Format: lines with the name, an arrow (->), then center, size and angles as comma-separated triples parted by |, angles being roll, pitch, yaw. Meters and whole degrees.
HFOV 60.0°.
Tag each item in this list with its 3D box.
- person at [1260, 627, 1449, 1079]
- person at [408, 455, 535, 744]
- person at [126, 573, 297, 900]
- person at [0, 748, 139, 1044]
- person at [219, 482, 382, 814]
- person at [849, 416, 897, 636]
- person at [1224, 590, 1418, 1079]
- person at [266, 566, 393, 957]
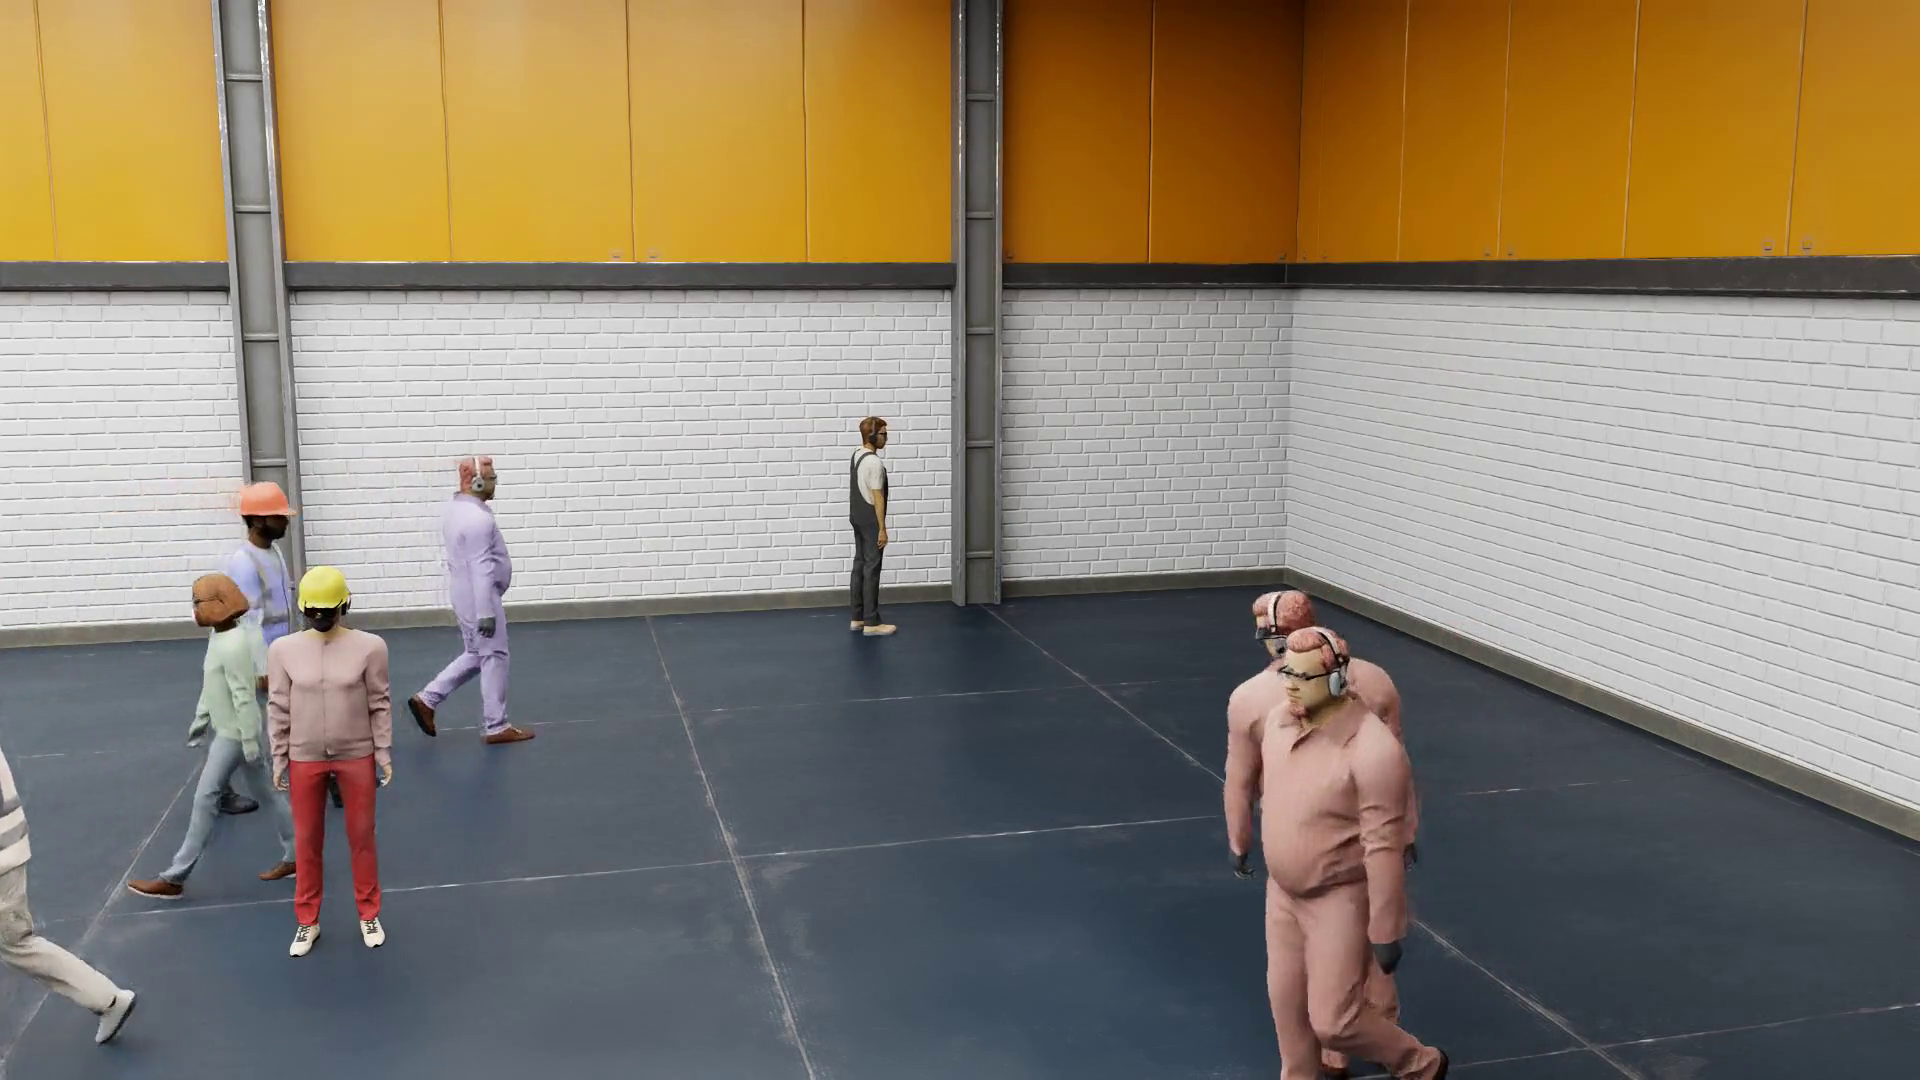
person -> 1.311, 1.199, 5.673 | 0.603, 1.885, 0.652 | -4, 10, -26
person -> -3.158, 0.399, 10.661 | 0.666, 1.890, 0.650 | -5, 10, -28
person -> -3.622, 0.953, 8.104 | 0.872, 1.587, 0.509 | -4, 10, -26
person -> -3.655, 1.225, 6.373 | 0.777, 1.601, 0.555 | -5, 10, -29
person -> -3.812, 0.617, 9.260 | 1.011, 1.883, 0.566 | 0, 9, 0
person -> -0.759, -0.121, 14.009 | 0.325, 1.842, 0.513 | -5, 10, -28
person -> 1.342, 1.106, 6.294 | 0.725, 1.862, 0.416 | -1, 9, -6
person -> -2.803, 0.977, 7.429 | 0.523, 1.760, 0.327 | -3, 10, -17
